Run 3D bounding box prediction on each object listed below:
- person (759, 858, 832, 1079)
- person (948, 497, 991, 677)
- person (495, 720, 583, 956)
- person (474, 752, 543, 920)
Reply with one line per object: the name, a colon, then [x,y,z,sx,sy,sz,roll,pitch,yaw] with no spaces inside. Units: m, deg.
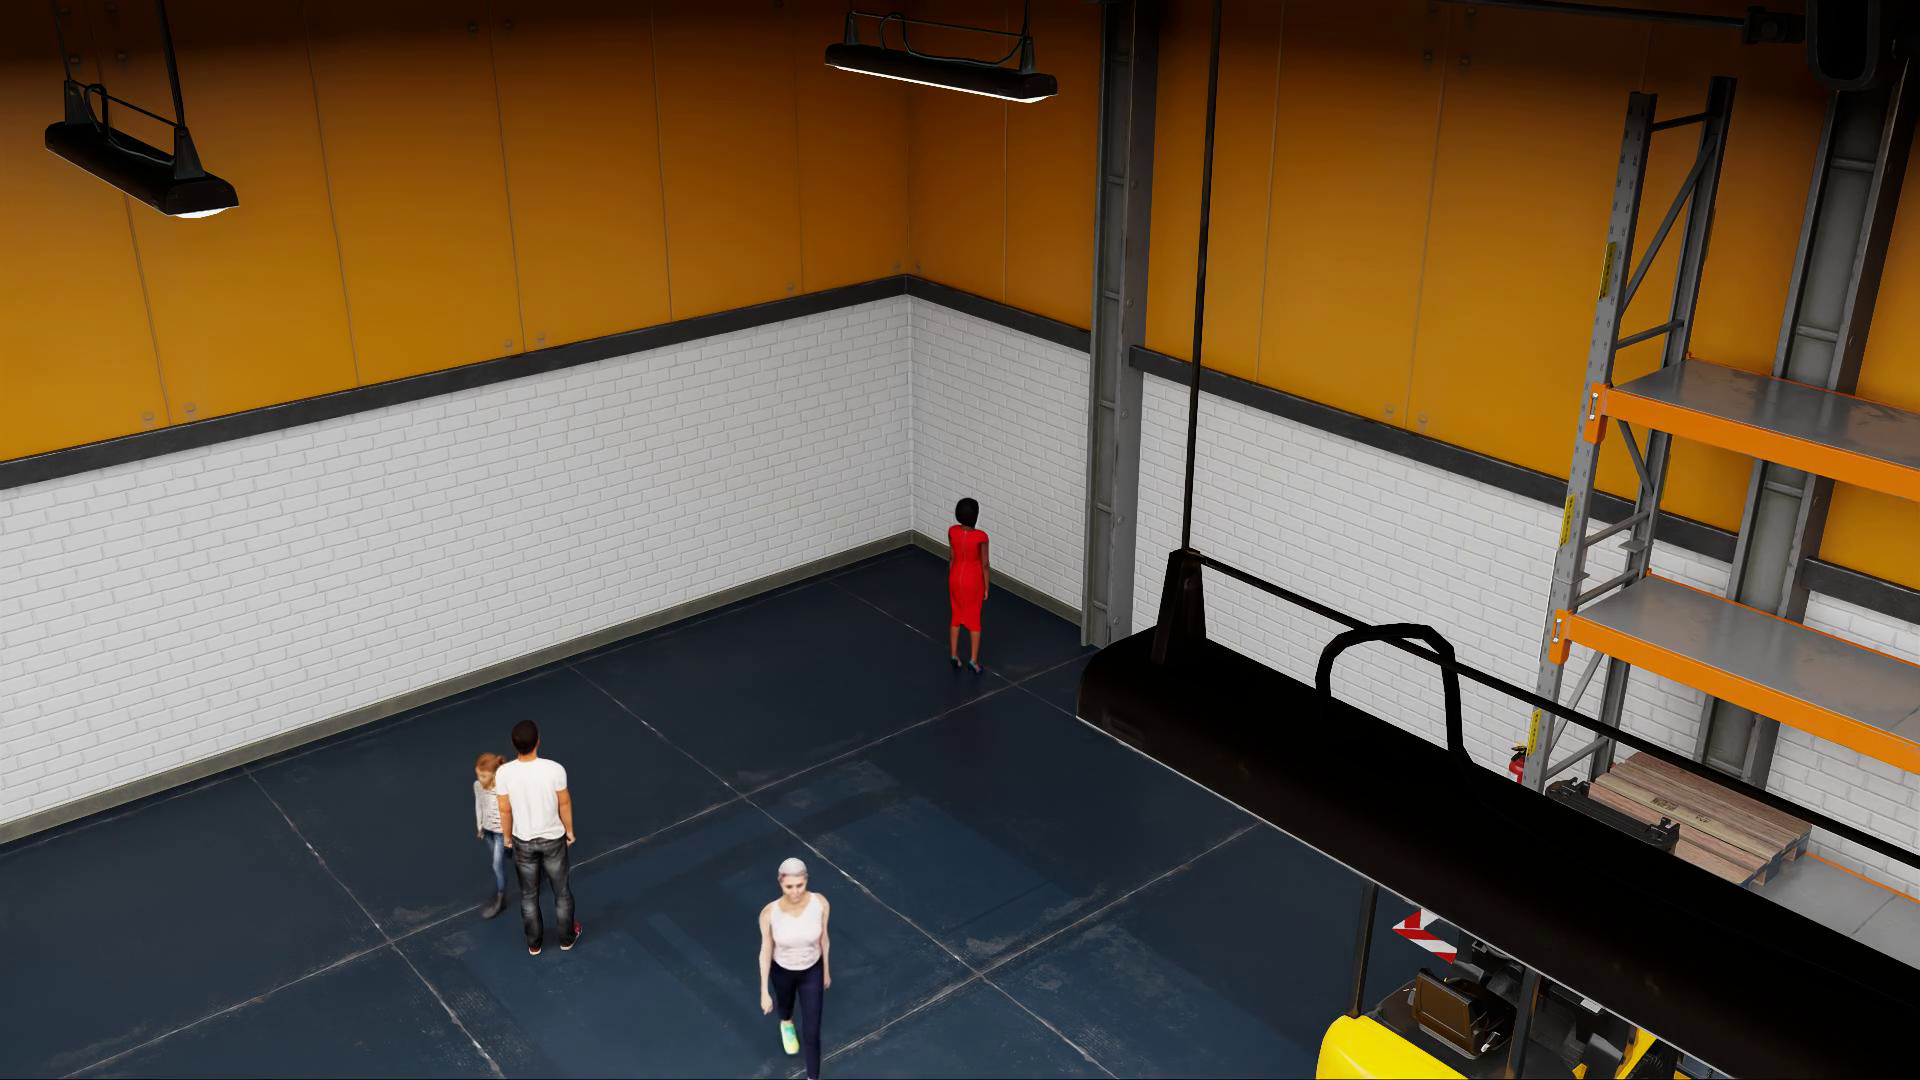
person: [-1.040,2.671,10.363,0.975,1.655,1.285,-6,24,-14]
person: [0.057,0.426,15.392,0.584,1.740,0.692,10,25,21]
person: [-2.939,2.061,11.574,0.718,1.803,0.727,-3,24,-7]
person: [-3.318,2.090,12.139,0.859,1.297,0.740,12,27,26]
